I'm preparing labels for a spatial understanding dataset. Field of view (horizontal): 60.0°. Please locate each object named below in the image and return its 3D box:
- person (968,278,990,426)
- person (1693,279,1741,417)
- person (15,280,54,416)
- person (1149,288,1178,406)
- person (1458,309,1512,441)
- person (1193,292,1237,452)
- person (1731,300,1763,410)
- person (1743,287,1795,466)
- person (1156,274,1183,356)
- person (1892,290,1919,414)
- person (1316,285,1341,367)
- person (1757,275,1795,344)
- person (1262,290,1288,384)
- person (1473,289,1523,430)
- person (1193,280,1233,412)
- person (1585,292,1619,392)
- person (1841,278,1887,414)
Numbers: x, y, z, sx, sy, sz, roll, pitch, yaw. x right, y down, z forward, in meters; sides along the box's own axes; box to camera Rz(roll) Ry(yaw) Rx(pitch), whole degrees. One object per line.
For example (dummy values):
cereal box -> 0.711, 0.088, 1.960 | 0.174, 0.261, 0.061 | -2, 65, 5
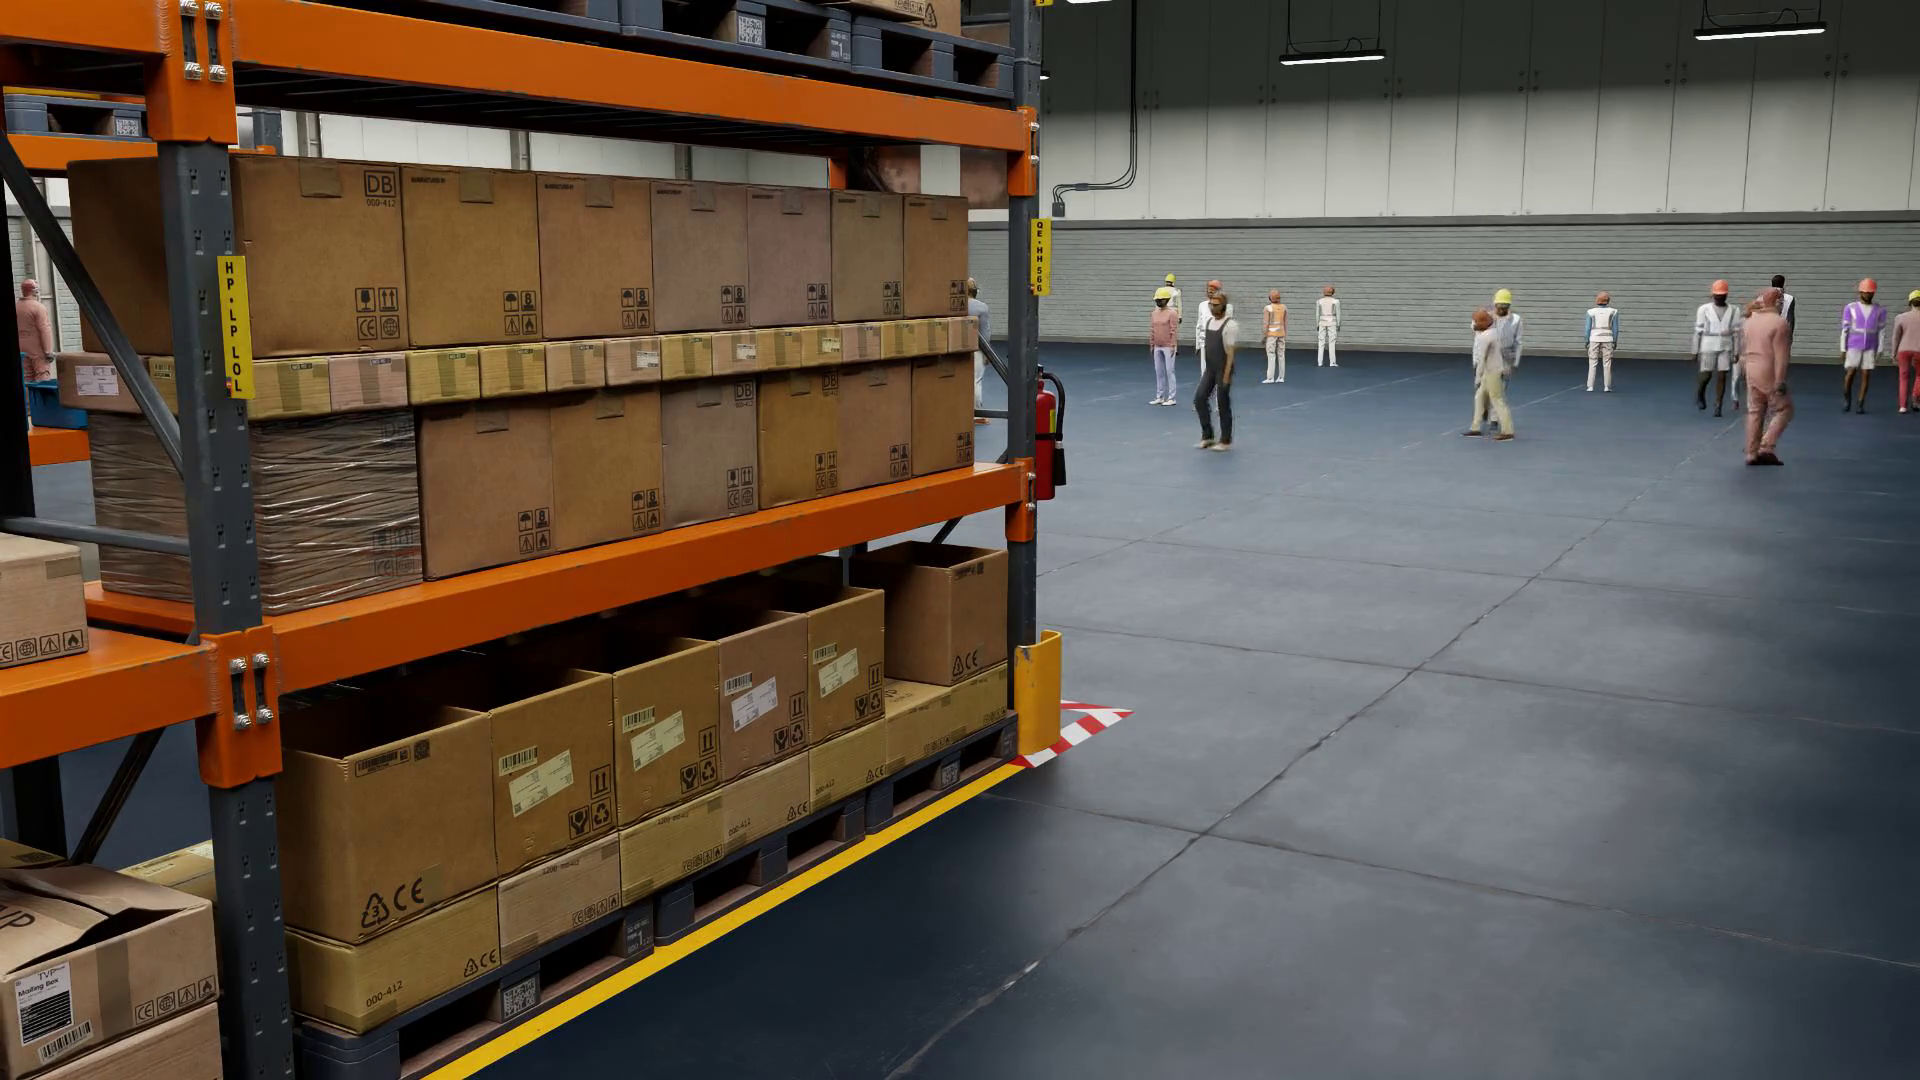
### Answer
person -> 0.122, -2.466, 21.872 | 0.627, 1.940, 0.370 | 6, 11, 30
person -> 10.537, -2.675, 23.174 | 0.572, 1.914, 0.590 | 3, 10, 15
person -> -12.686, -2.617, 22.860 | 0.654, 1.905, 0.408 | 5, 11, 25
person -> 3.029, -2.884, 24.856 | 0.348, 1.756, 0.518 | -8, 13, -39
person -> 6.375, -1.999, 20.154 | 0.757, 1.577, 0.523 | 5, 11, 26
person -> 2.883, -1.899, 18.900 | 0.593, 1.822, 0.533 | -6, 11, -32
person -> 11.242, -2.620, 23.723 | 0.516, 1.609, 0.723 | 4, 11, 24
person -> 8.578, -1.720, 17.618 | 0.459, 1.893, 0.681 | -2, 10, -11
person -> 4.662, -4.999, 37.015 | 0.601, 1.830, 0.404 | 4, 10, 22
person -> 13.554, -2.673, 23.643 | 0.548, 1.740, 0.603 | 6, 12, 33
person -> 7.417, -4.302, 33.502 | 0.513, 1.640, 0.307 | 6, 11, 31
person -> 13.364, -3.383, 27.305 | 0.593, 1.920, 0.391 | 7, 12, 37
person -> 5.508, -3.551, 29.116 | 0.515, 1.636, 0.314 | -5, 11, -27
person -> 6.943, -2.336, 21.482 | 0.602, 1.810, 0.526 | 3, 10, 14
person -> 3.625, -2.774, 23.844 | 0.573, 1.883, 0.356 | 8, 12, 38
person -> 10.503, -3.234, 27.248 | 0.514, 1.640, 0.309 | 4, 10, 21
person -> 12.750, -2.727, 23.481 | 0.543, 1.923, 0.424 | 4, 10, 20
